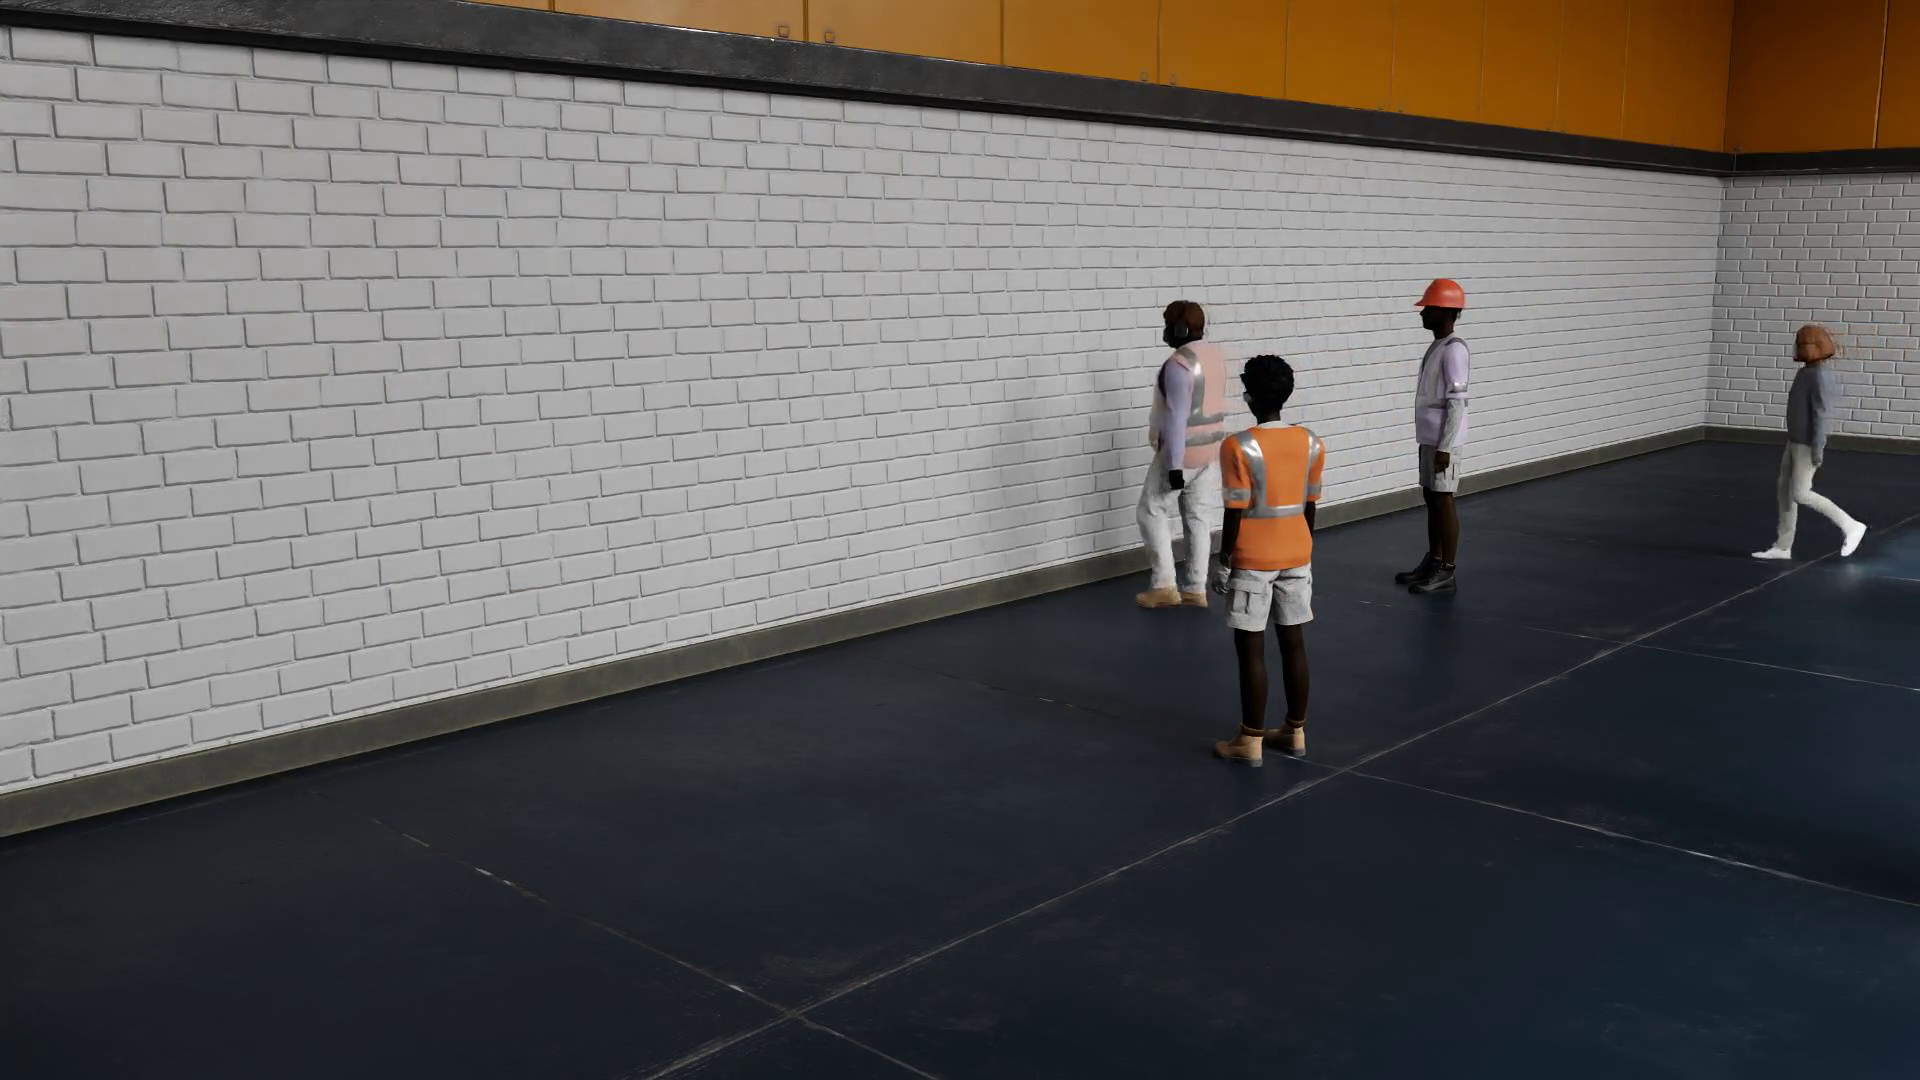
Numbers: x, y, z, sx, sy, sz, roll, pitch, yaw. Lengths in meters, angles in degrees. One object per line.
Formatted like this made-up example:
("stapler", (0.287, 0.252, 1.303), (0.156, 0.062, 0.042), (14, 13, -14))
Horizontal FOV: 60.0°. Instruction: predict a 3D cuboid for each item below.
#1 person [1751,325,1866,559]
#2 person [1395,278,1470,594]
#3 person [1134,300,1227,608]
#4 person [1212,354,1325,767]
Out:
("person", (5.785, -0.635, 11.255), (0.605, 1.602, 0.503), (2, 10, 13))
("person", (2.946, -0.637, 10.292), (0.354, 1.942, 0.545), (0, 10, 1))
("person", (1.276, -0.497, 9.835), (0.554, 1.828, 0.635), (7, 12, 35))
("person", (1.263, 0.084, 6.875), (0.540, 1.697, 0.317), (-6, 12, -32))
